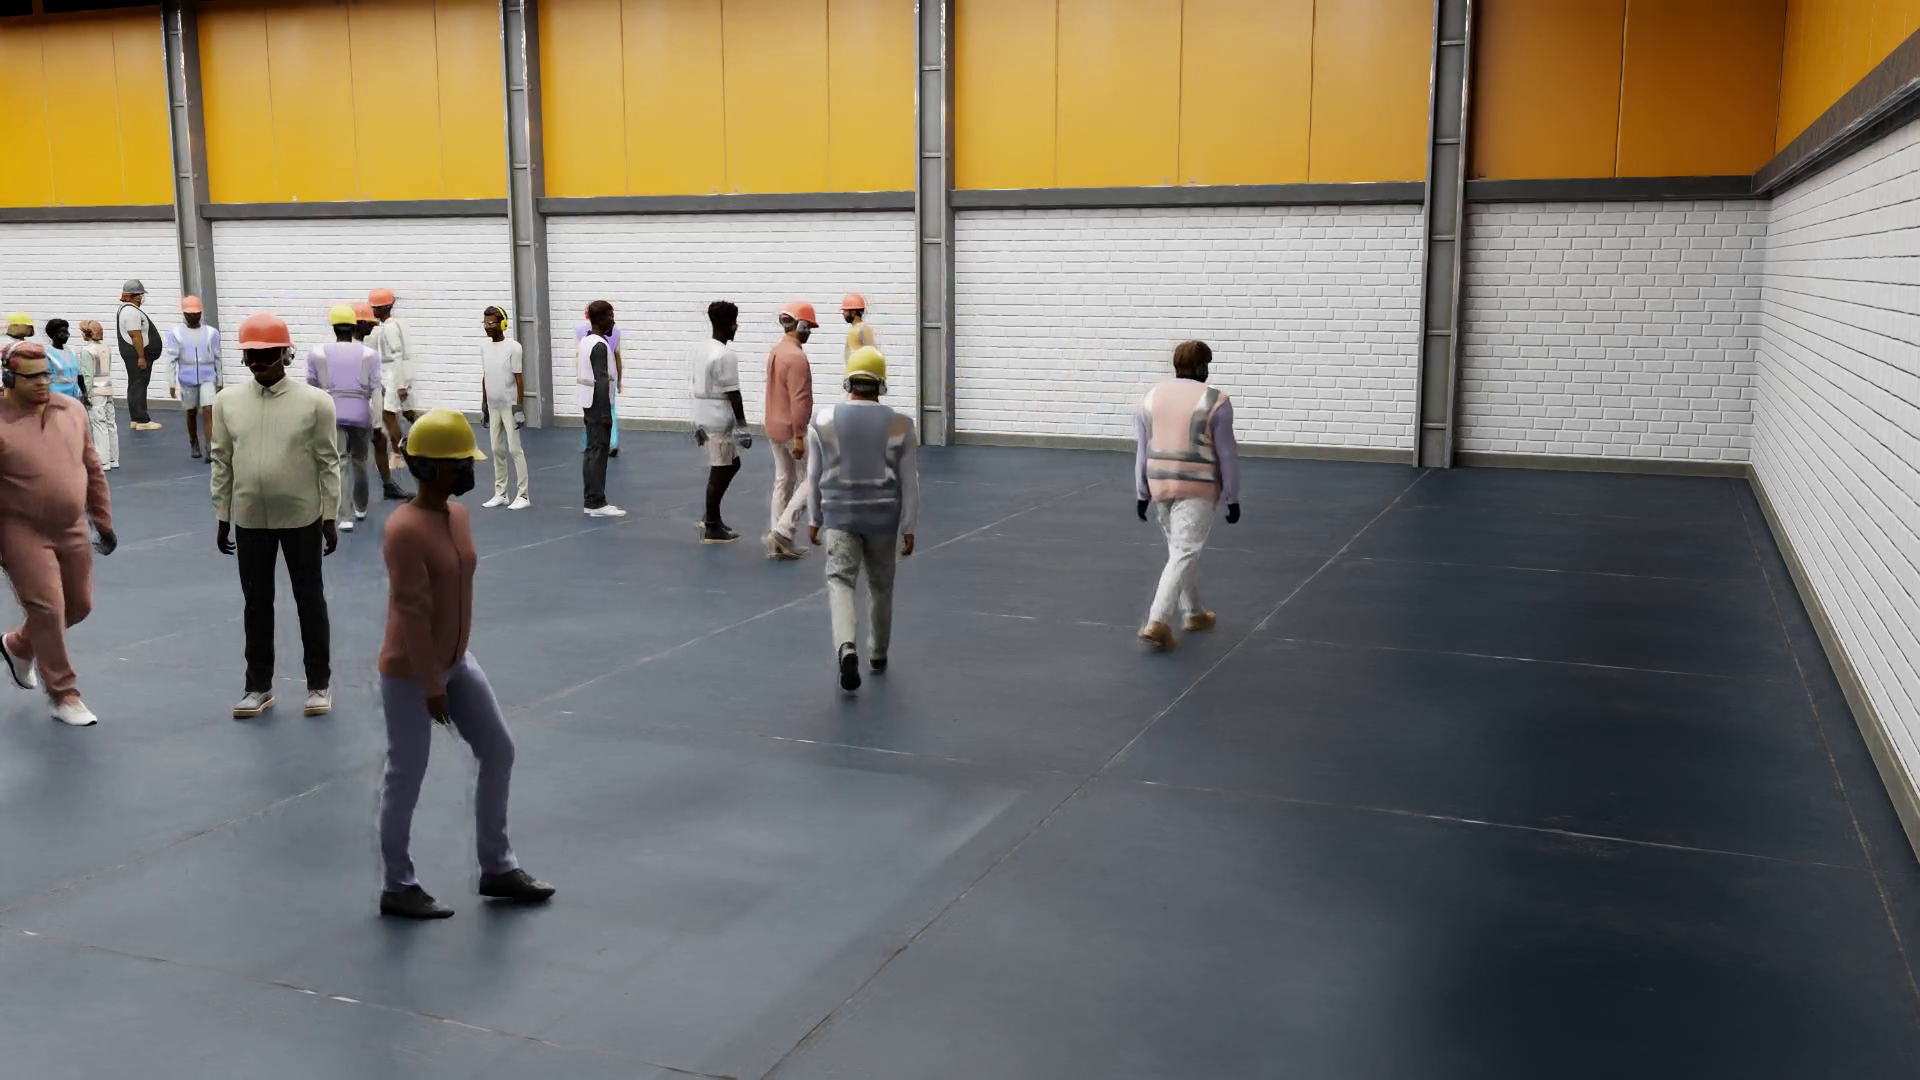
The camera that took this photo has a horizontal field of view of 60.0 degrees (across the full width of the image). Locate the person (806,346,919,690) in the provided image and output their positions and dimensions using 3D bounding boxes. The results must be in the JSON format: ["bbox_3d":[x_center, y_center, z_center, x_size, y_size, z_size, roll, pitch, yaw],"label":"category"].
[{"bbox_3d":[-0.515,-0.119,8.788,0.601,1.806,0.776,-1,9,-5],"label":"person"}]

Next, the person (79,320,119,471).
[{"bbox_3d":[-9.322,-1.556,17.985,0.308,1.640,0.511,0,9,-2],"label":"person"}]

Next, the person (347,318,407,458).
[{"bbox_3d":[-6.794,-1.845,19.270,0.958,1.793,0.529,-7,12,-38],"label":"person"}]

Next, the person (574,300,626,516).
[{"bbox_3d":[-3.225,-1.166,14.785,0.372,1.914,0.597,-4,10,-23],"label":"person"}]

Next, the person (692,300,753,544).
[{"bbox_3d":[-1.899,-0.937,13.304,0.468,1.949,0.619,-5,10,-26],"label":"person"}]

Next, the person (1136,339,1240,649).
[{"bbox_3d":[1.314,-0.282,9.812,0.640,1.801,0.966,8,12,39],"label":"person"}]

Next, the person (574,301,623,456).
[{"bbox_3d":[-4.216,-1.877,19.394,0.579,1.819,0.780,-6,11,-32],"label":"person"}]

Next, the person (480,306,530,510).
[{"bbox_3d":[-4.178,-1.201,15.188,0.507,1.861,0.329,5,11,29],"label":"person"}]

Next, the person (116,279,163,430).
[{"bbox_3d":[-11.150,-2.525,22.645,0.538,2.000,0.688,-7,12,-36],"label":"person"}]

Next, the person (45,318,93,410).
[{"bbox_3d":[-9.242,-1.454,17.265,0.628,1.677,0.538,1,9,9],"label":"person"}]

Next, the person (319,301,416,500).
[{"bbox_3d":[-5.697,-1.287,15.587,0.956,1.903,0.558,-1,9,-7],"label":"person"}]

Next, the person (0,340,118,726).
[{"bbox_3d":[-4.534,-0.040,8.106,0.750,1.872,0.698,4,10,25],"label":"person"}]

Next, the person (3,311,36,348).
[{"bbox_3d":[-10.295,-1.637,18.190,0.528,1.727,0.499,0,9,0],"label":"person"}]

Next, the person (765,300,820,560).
[{"bbox_3d":[-1.245,-0.826,12.564,0.444,1.963,0.639,-5,11,-29],"label":"person"}]

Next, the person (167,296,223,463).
[{"bbox_3d":[-8.709,-1.837,18.951,0.566,1.890,1.008,-5,11,-27],"label":"person"}]

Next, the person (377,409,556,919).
[{"bbox_3d":[-1.691,0.438,5.578,0.680,1.744,0.539,2,10,12],"label":"person"}]

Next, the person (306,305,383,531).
[{"bbox_3d":[-5.228,-1.042,14.151,0.607,1.879,0.992,-4,10,-23],"label":"person"}]

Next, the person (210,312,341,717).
[{"bbox_3d":[-3.369,-0.119,8.201,0.613,1.994,0.382,-1,9,-7],"label":"person"}]

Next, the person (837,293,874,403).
[{"bbox_3d":[-1.109,-1.694,17.958,0.440,1.924,0.550,3,10,19],"label":"person"}]

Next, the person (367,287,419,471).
[{"bbox_3d":[-6.013,-1.748,18.092,0.820,2.008,0.639,-2,10,-14],"label":"person"}]
